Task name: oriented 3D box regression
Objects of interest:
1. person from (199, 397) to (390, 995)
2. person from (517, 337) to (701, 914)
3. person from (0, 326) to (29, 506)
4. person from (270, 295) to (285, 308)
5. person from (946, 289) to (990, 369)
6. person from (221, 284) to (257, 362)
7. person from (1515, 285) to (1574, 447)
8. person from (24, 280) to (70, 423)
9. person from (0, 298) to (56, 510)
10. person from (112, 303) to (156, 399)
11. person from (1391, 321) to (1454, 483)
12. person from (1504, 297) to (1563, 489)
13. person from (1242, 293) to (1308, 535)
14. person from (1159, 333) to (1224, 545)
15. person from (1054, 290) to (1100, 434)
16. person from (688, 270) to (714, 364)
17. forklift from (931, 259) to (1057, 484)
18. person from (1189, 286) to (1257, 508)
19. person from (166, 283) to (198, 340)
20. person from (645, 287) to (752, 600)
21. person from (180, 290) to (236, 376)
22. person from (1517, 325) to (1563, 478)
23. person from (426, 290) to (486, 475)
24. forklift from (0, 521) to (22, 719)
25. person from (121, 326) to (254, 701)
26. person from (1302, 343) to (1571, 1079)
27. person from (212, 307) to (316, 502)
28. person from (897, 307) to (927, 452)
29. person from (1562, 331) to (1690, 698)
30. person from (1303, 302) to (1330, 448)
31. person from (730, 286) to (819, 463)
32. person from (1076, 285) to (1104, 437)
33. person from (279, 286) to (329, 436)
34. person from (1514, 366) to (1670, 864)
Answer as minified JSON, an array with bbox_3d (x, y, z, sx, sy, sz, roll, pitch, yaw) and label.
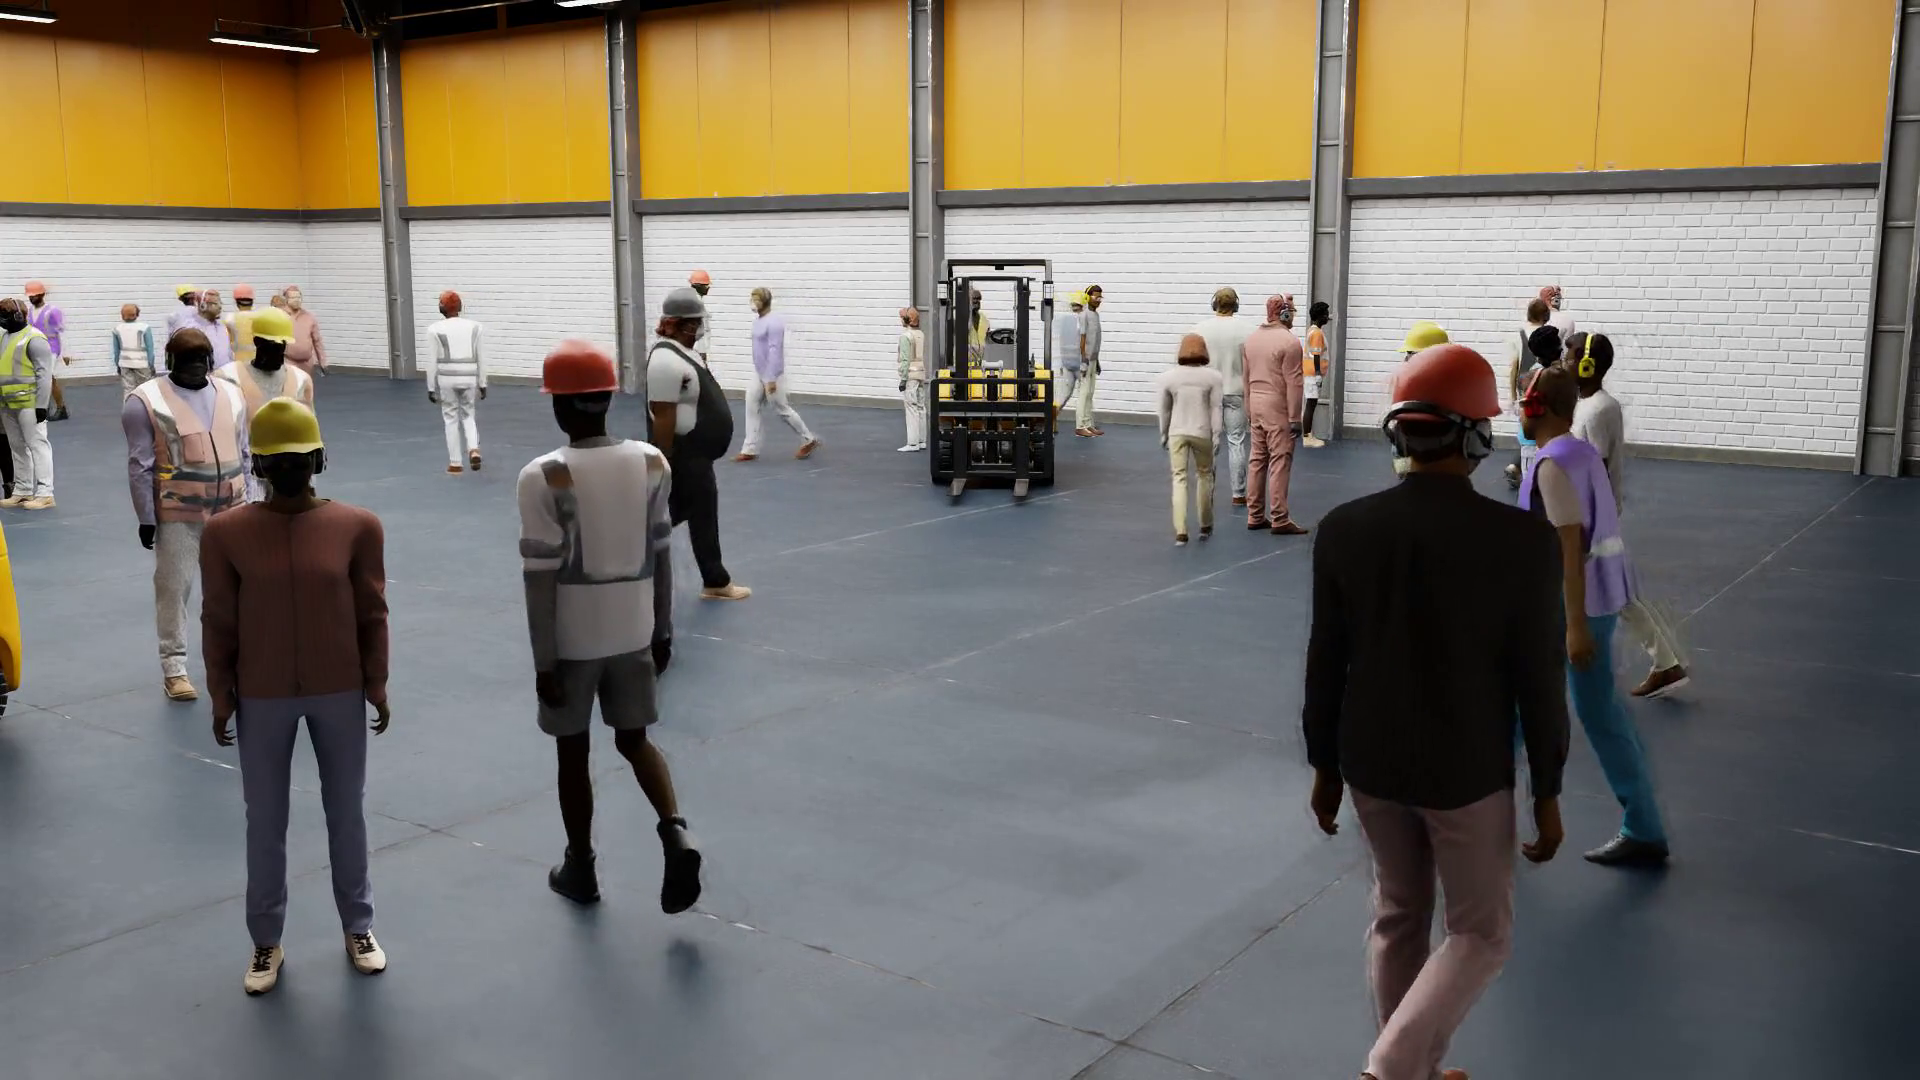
[{"bbox_3d":[-1.965,0.456,4.966,0.525,1.769,0.308,-4,11,-25],"label":"person"},{"bbox_3d":[-1.150,0.305,5.408,0.555,1.923,0.723,-8,12,-38],"label":"person"},{"bbox_3d":[-8.474,-1.251,14.540,0.366,1.963,0.603,7,12,35],"label":"person"},{"bbox_3d":[-11.352,-3.302,27.840,0.504,1.600,0.810,-3,10,-19],"label":"person"},{"bbox_3d":[0.149,-2.101,20.004,0.661,1.823,0.534,-7,12,-36],"label":"person"},{"bbox_3d":[-8.228,-1.996,19.228,0.547,1.888,1.002,-6,11,-31],"label":"person"},{"bbox_3d":[6.130,-1.700,17.400,0.401,1.905,0.642,-9,13,-44],"label":"person"},{"bbox_3d":[-12.325,-2.515,22.270,0.555,1.897,0.860,3,10,19],"label":"person"},{"bbox_3d":[-8.199,-1.186,14.520,0.633,1.843,0.429,5,11,27],"label":"person"},{"bbox_3d":[-10.589,-2.230,21.393,0.540,1.619,0.528,0,10,-2],"label":"person"},{"bbox_3d":[2.659,-0.329,9.484,0.403,1.825,0.591,1,10,3],"label":"person"},{"bbox_3d":[5.464,-1.395,15.844,0.867,1.822,0.524,-7,12,-37],"label":"person"},{"bbox_3d":[2.521,-1.001,13.223,0.401,1.910,0.642,-5,11,-26],"label":"person"},{"bbox_3d":[1.793,-0.791,12.860,0.510,1.598,0.783,3,10,15],"label":"person"},{"bbox_3d":[1.414,-2.198,20.663,0.603,1.811,0.783,9,13,42],"label":"person"},{"bbox_3d":[-3.446,-2.565,22.134,0.378,2.041,0.616,-3,10,-16],"label":"person"},{"bbox_3d":[0.370,-1.738,16.759,1.214,2.155,2.313,1,10,3],"label":"forklift"},{"bbox_3d":[2.302,-1.246,14.588,0.629,1.940,0.376,2,10,14],"label":"person"},{"bbox_3d":[-9.593,-2.278,20.888,0.642,1.882,0.499,-2,10,-9],"label":"person"},{"bbox_3d":[-1.832,-0.625,10.586,0.913,2.000,0.683,-1,10,-4],"label":"person"},{"bbox_3d":[-7.263,-1.503,16.307,0.854,1.869,0.672,1,10,7],"label":"person"},{"bbox_3d":[4.228,-0.711,12.115,0.318,1.700,0.535,4,10,21],"label":"person"},{"bbox_3d":[-5.077,-1.574,16.751,0.599,1.865,0.427,-7,12,-36],"label":"person"},{"bbox_3d":[-5.296,-0.090,6.943,1.214,2.155,2.313,7,12,35],"label":"forklift"},{"bbox_3d":[-3.790,-0.138,8.285,0.429,1.840,0.632,7,12,37],"label":"person"},{"bbox_3d":[1.070,0.533,3.878,0.627,1.978,0.744,9,13,43],"label":"person"},{"bbox_3d":[-3.952,-0.374,9.490,0.453,1.897,0.620,9,13,42],"label":"person"},{"bbox_3d":[-0.549,-1.815,18.867,0.312,1.639,0.518,4,10,22],"label":"person"},{"bbox_3d":[3.169,-0.119,8.235,0.966,1.827,0.532,5,11,27],"label":"person"},{"bbox_3d":[4.128,-1.918,19.332,0.320,1.694,0.532,2,10,11],"label":"person"},{"bbox_3d":[-1.995,-1.778,17.878,0.972,1.905,0.634,-6,11,-31],"label":"person"},{"bbox_3d":[1.615,-2.206,20.527,0.331,1.866,0.513,4,10,24],"label":"person"},{"bbox_3d":[-7.953,-2.116,20.009,0.983,1.850,0.671,8,12,39],"label":"person"},{"bbox_3d":[2.159,0.269,6.058,0.960,1.772,0.641,7,12,35],"label":"person"}]
